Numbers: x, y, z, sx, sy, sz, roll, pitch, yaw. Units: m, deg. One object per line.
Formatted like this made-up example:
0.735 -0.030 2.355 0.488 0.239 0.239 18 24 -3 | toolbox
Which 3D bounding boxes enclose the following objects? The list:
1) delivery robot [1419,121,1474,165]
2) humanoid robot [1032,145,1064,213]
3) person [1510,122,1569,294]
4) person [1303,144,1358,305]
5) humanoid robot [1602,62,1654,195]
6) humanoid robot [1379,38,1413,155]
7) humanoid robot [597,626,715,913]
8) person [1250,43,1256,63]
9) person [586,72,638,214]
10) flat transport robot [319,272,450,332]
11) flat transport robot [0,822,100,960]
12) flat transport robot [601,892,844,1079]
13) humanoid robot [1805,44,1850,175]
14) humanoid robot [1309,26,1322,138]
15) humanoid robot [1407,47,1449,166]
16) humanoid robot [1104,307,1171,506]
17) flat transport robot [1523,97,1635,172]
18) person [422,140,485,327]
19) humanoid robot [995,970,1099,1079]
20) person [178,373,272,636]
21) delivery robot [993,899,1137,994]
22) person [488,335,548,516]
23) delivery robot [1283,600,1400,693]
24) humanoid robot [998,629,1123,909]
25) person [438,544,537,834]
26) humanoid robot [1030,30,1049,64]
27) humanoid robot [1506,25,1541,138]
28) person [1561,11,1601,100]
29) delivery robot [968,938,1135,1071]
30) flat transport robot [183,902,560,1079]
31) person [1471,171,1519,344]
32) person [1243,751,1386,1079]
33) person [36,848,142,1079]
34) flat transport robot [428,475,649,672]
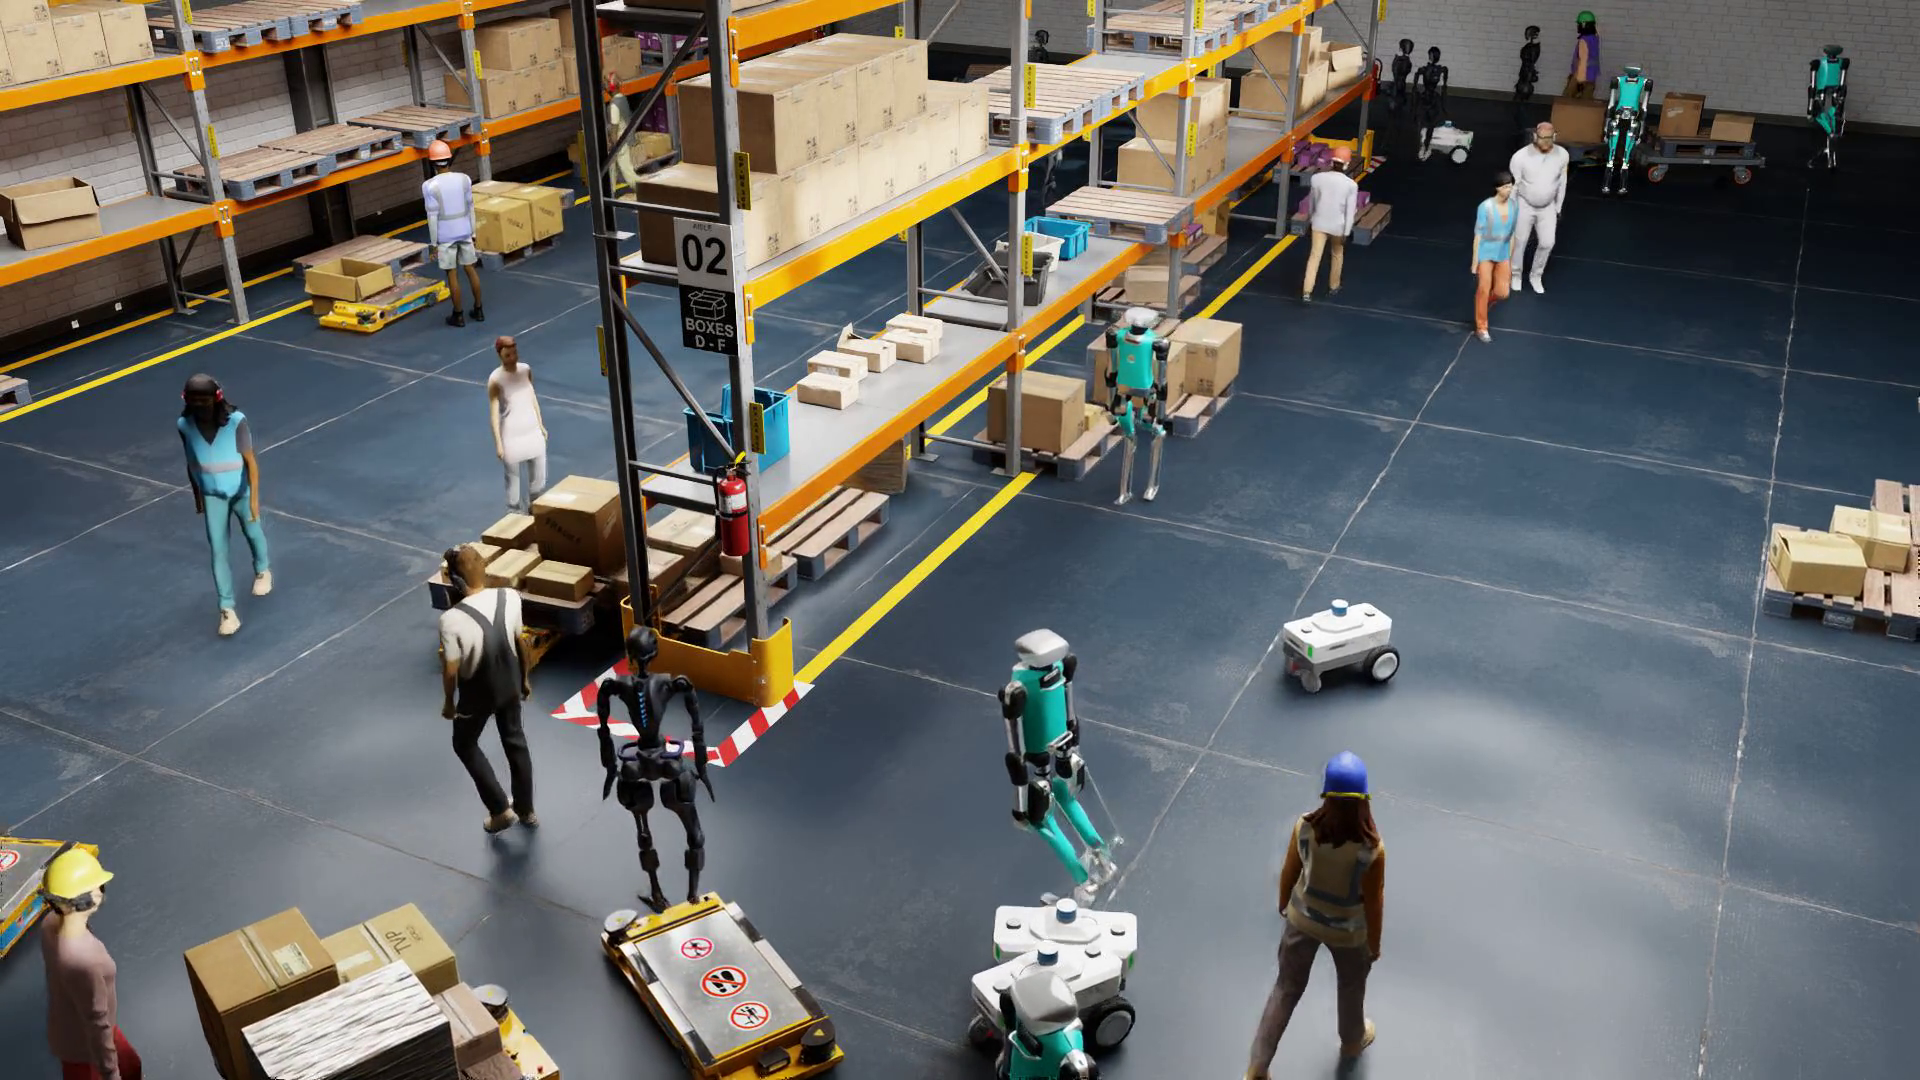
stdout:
7.071 -5.748 24.085 0.796 0.612 0.499 11 28 20 | delivery robot
1.112 -5.059 21.425 0.656 1.636 0.590 -19 32 -33 | humanoid robot
6.330 -3.630 18.287 0.667 1.885 0.598 1 26 3 | person
4.010 -3.438 18.094 0.549 1.707 0.875 12 29 22 | person
8.675 -5.348 21.775 0.533 1.677 0.735 12 29 22 | humanoid robot
6.377 -6.475 24.268 0.307 1.648 0.609 14 29 25 | humanoid robot
-1.591 1.243 8.688 0.609 1.646 0.463 -1 26 -2 | humanoid robot
4.789 -7.653 26.431 0.413 1.876 0.549 4 27 8 | person
-4.405 -5.068 21.293 0.881 1.801 0.581 -3 26 -6 | person
-6.183 -2.575 17.980 0.659 0.231 1.431 10 28 19 | flat transport robot
-5.235 2.001 8.736 0.659 0.231 1.431 2 26 5 | flat transport robot
-1.209 2.234 8.265 0.659 0.231 1.431 -16 30 -29 | flat transport robot
12.194 -5.931 23.183 0.557 1.765 1.051 -1 26 -2 | humanoid robot
4.987 -6.807 24.935 1.057 1.758 0.535 14 30 26 | humanoid robot
6.667 -6.172 23.662 0.586 1.651 0.454 -7 27 -14 | humanoid robot
1.498 -1.095 13.323 0.559 1.744 0.844 14 30 26 | humanoid robot
8.888 -5.502 23.892 1.431 0.231 0.659 -8 27 -15 | flat transport robot
-5.298 -3.185 17.336 0.545 1.934 0.373 -23 34 -38 | person
0.122 2.437 6.212 0.763 1.792 0.530 -14 30 -26 | humanoid robot
-5.137 -0.309 11.659 0.495 1.818 0.978 -6 27 -12 | person
0.492 2.061 8.304 0.776 0.605 0.502 2 26 5 | delivery robot
-3.387 -0.793 12.809 0.301 1.656 0.483 20 32 34 | person
2.529 0.681 11.102 0.786 0.614 0.523 -12 29 -23 | delivery robot
0.575 1.324 8.409 0.703 1.757 0.530 20 33 34 | humanoid robot
-2.642 0.847 9.306 0.419 1.829 0.524 23 34 38 | person
1.144 -6.877 25.146 0.787 1.631 0.589 4 27 8 | humanoid robot
8.569 -6.933 25.192 0.317 1.655 0.612 2 26 5 | humanoid robot
9.280 -6.996 25.086 0.950 1.884 0.544 22 34 37 | person
0.441 2.198 8.036 0.803 0.613 0.499 -14 30 -26 | delivery robot
-2.634 2.562 7.603 1.431 0.231 0.659 -20 32 -34 | flat transport robot
5.416 -2.899 16.962 0.500 1.752 0.466 -5 27 -11 | person
1.654 1.755 7.576 0.518 1.753 0.775 17 31 30 | person
-3.673 2.115 6.874 0.655 1.724 0.606 -18 32 -32 | person
-2.991 0.494 11.780 0.659 0.231 1.431 9 28 17 | flat transport robot
